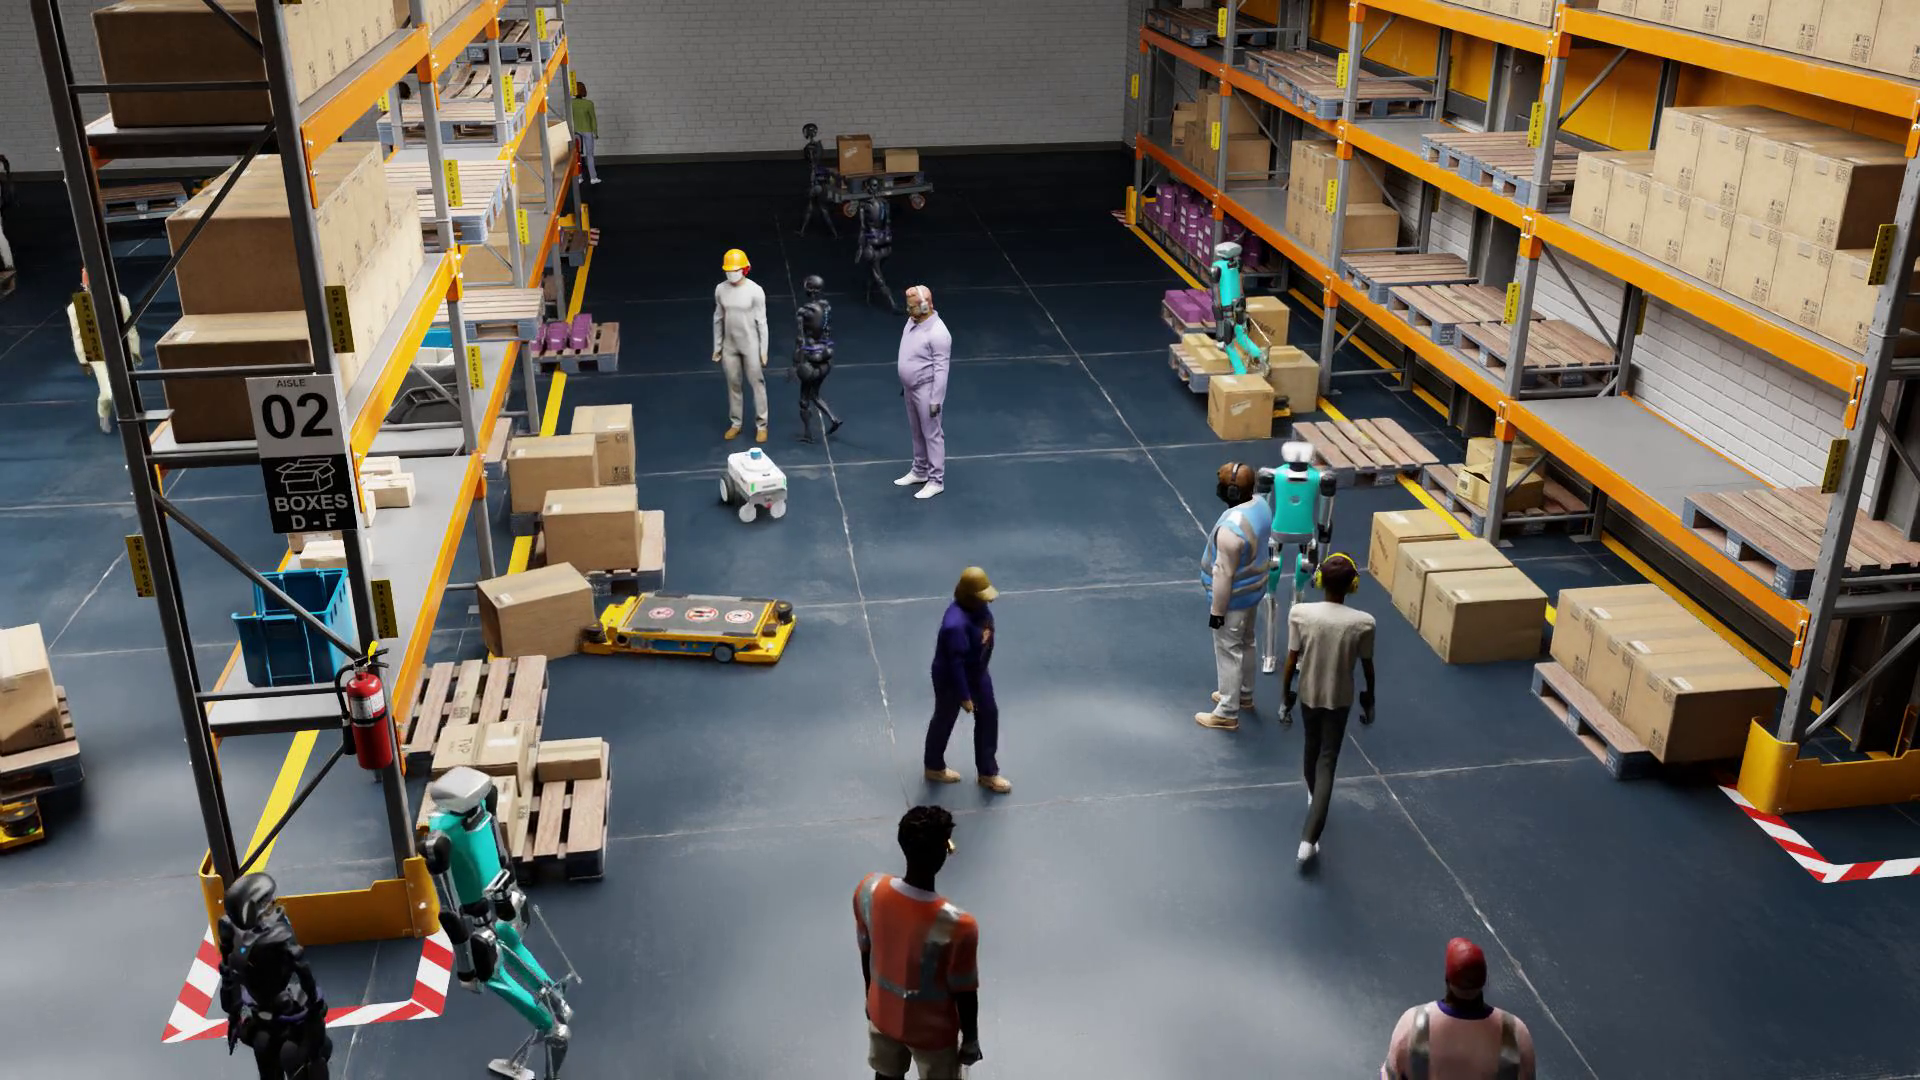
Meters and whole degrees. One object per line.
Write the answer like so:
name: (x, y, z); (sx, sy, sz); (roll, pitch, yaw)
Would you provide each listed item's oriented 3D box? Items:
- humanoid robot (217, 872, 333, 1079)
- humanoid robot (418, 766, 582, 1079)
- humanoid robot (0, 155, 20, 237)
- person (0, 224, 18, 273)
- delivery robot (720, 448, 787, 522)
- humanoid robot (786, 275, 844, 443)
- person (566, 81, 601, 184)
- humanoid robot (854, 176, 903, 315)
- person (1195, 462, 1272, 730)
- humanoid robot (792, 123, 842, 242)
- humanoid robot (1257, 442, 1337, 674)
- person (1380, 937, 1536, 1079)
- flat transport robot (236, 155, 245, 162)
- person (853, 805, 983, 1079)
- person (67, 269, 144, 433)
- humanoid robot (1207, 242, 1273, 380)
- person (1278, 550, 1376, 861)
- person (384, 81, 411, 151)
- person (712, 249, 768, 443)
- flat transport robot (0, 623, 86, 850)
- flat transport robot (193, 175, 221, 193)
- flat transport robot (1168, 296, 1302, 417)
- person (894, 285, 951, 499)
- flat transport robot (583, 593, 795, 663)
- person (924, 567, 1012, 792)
humanoid robot: (-2.898, 2.078, 7.184); (0.603, 1.643, 0.436); (11, 26, 23)
humanoid robot: (-1.973, 1.895, 7.618); (0.738, 1.856, 0.546); (6, 24, 13)
humanoid robot: (-13.133, -4.671, 22.581); (0.599, 1.643, 0.534); (-17, 29, -34)
person: (-12.752, -4.368, 21.610); (0.993, 1.897, 0.630); (20, 31, 38)
delivery robot: (-1.781, -0.520, 14.489); (0.518, 0.581, 0.752); (-10, 26, -22)
humanoid robot: (-1.392, -1.709, 15.839); (0.491, 1.646, 0.588); (12, 26, 25)
person: (-6.135, -6.625, 27.069); (0.506, 1.632, 0.280); (3, 24, 7)
humanoid robot: (-0.986, -3.554, 20.111); (0.821, 1.638, 0.615); (17, 29, 34)
person: (1.791, 0.356, 10.929); (0.431, 1.835, 0.619); (12, 26, 25)
humanoid robot: (-2.033, -5.036, 23.472); (0.757, 1.636, 0.624); (1, 24, 2)
humanoid robot: (2.303, 0.072, 11.624); (0.530, 1.747, 0.678); (4, 24, 8)
person: (1.947, 2.333, 6.571); (0.605, 1.710, 0.911); (7, 25, 16)
flat transport robot: (-9.992, -5.010, 25.092); (0.659, 0.231, 1.431); (22, 32, 40)
person: (-0.175, 1.995, 7.042); (0.600, 1.956, 0.387); (17, 29, 34)
person: (-8.163, -1.796, 15.945); (0.451, 1.737, 0.568); (20, 31, 39)
humanoid robot: (2.834, -2.001, 16.472); (0.795, 1.830, 0.547); (18, 29, 35)
person: (2.133, 0.924, 9.642); (0.534, 1.823, 0.972); (9, 25, 19)
person: (-8.566, -6.190, 25.854); (0.638, 1.824, 0.646); (-5, 24, -12)
person: (-2.101, -1.854, 15.892); (0.564, 1.888, 0.379); (7, 25, 16)
flat transport robot: (-6.054, 1.524, 10.207); (0.659, 0.231, 1.431); (-14, 27, -28)
flat transport robot: (-11.446, -5.682, 26.624); (1.431, 0.231, 0.659); (3, 24, 8)
flat transport robot: (2.891, -1.573, 17.262); (0.659, 0.231, 1.431); (-3, 24, -8)
person: (-0.343, -1.309, 14.634); (0.410, 1.902, 0.639); (-12, 27, -26)
flat transport robot: (-1.977, 0.643, 12.214); (1.431, 0.231, 0.659); (3, 24, 6)
person: (0.039, 0.845, 10.113); (0.694, 1.569, 0.476); (13, 27, 27)
